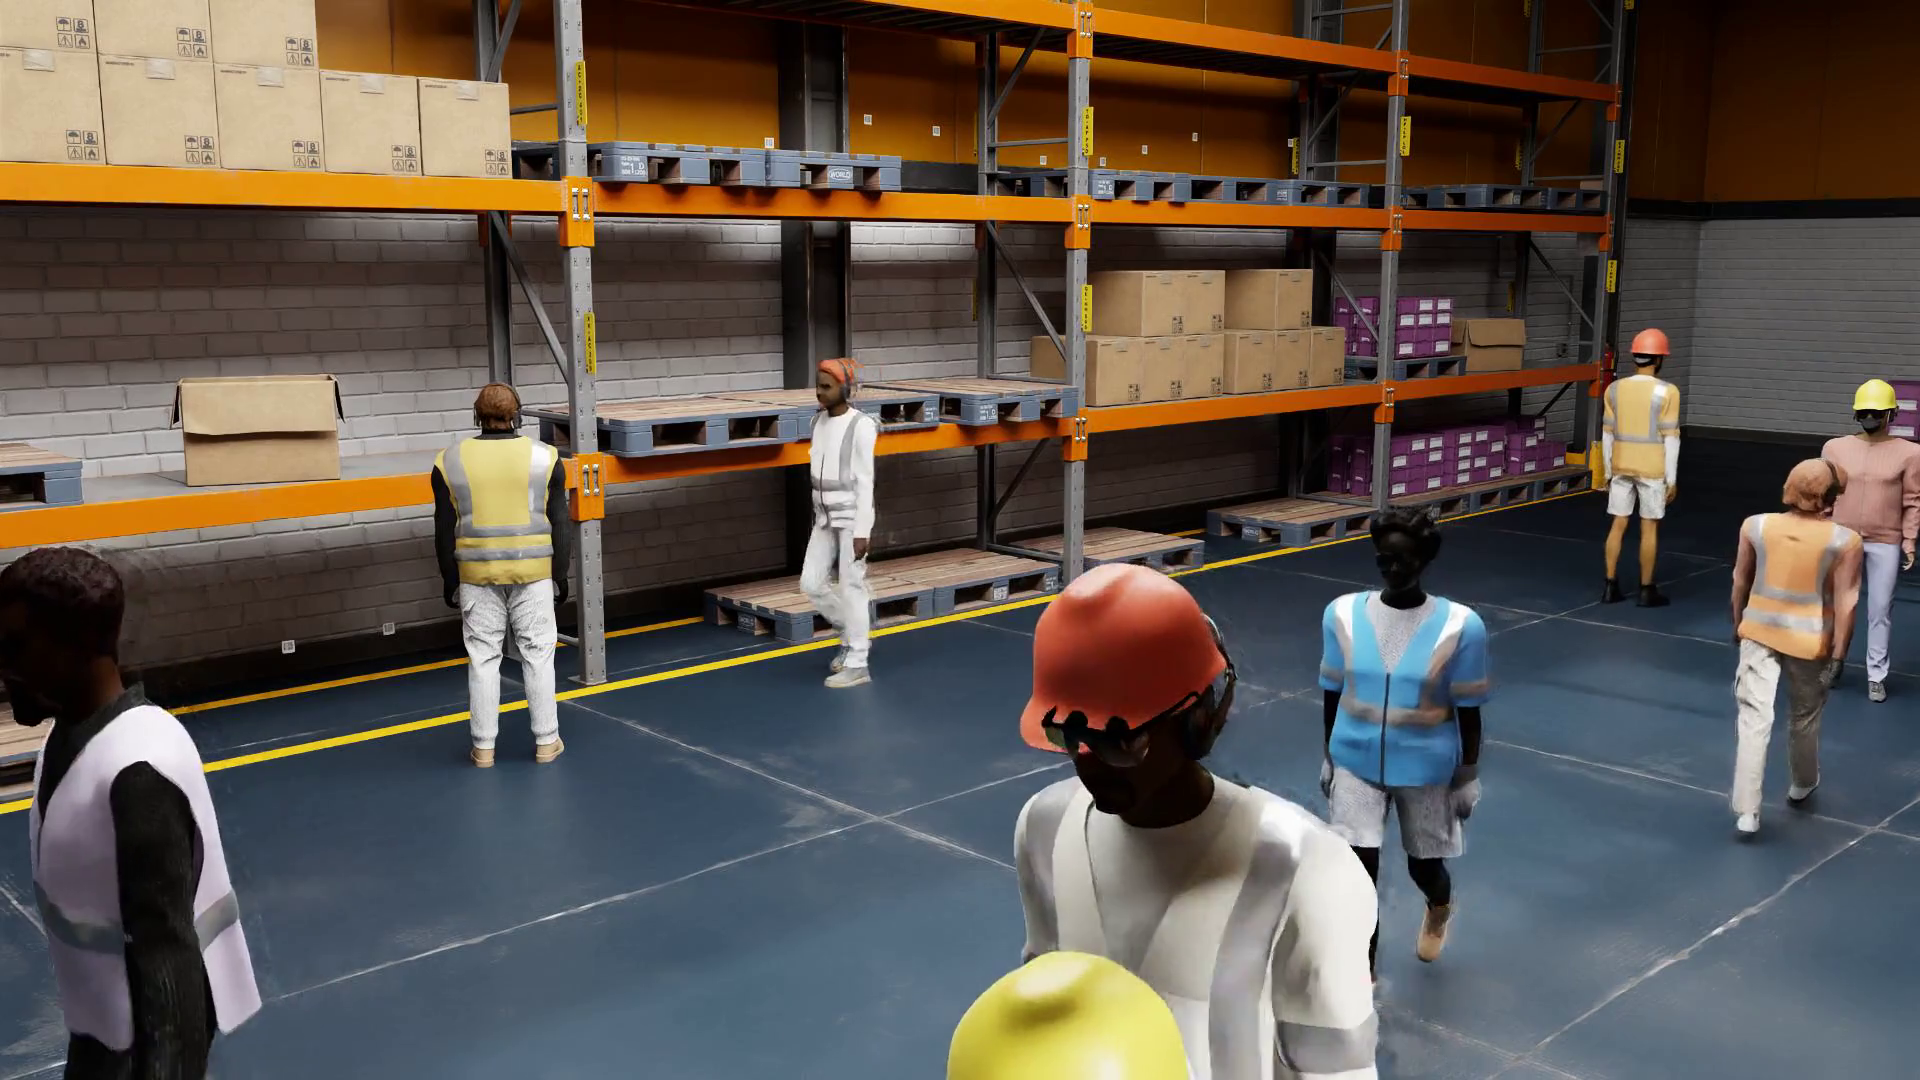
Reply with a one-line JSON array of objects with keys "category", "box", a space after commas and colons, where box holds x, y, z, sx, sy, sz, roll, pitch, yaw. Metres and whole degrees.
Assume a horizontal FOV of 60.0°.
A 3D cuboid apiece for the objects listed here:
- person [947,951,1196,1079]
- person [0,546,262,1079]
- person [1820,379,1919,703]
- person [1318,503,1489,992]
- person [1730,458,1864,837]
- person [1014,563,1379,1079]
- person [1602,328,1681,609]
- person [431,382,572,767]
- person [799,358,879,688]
[{"category": "person", "box": [0.155, 1.251, 1.679, 0.608, 1.814, 0.571, 4, 11, 23]}, {"category": "person", "box": [-1.567, 0.939, 3.253, 0.546, 1.898, 0.620, -8, 13, -39]}, {"category": "person", "box": [4.953, 0.005, 9.116, 0.533, 1.768, 0.311, 7, 12, 35]}, {"category": "person", "box": [1.417, 0.696, 5.323, 0.534, 1.676, 0.705, 5, 11, 27]}, {"category": "person", "box": [3.539, 0.440, 7.092, 0.516, 1.582, 0.907, 7, 12, 35]}, {"category": "person", "box": [0.365, 1.012, 2.504, 0.658, 2.009, 0.646, 9, 13, 44]}, {"category": "person", "box": [4.730, -0.495, 11.540, 0.365, 1.936, 0.548, -8, 13, -39]}, {"category": "person", "box": [-2.167, 0.168, 7.940, 0.626, 1.844, 0.429, -2, 10, -13]}, {"category": "person", "box": [-0.682, -0.087, 9.371, 0.404, 1.871, 0.584, -9, 13, -43]}]
